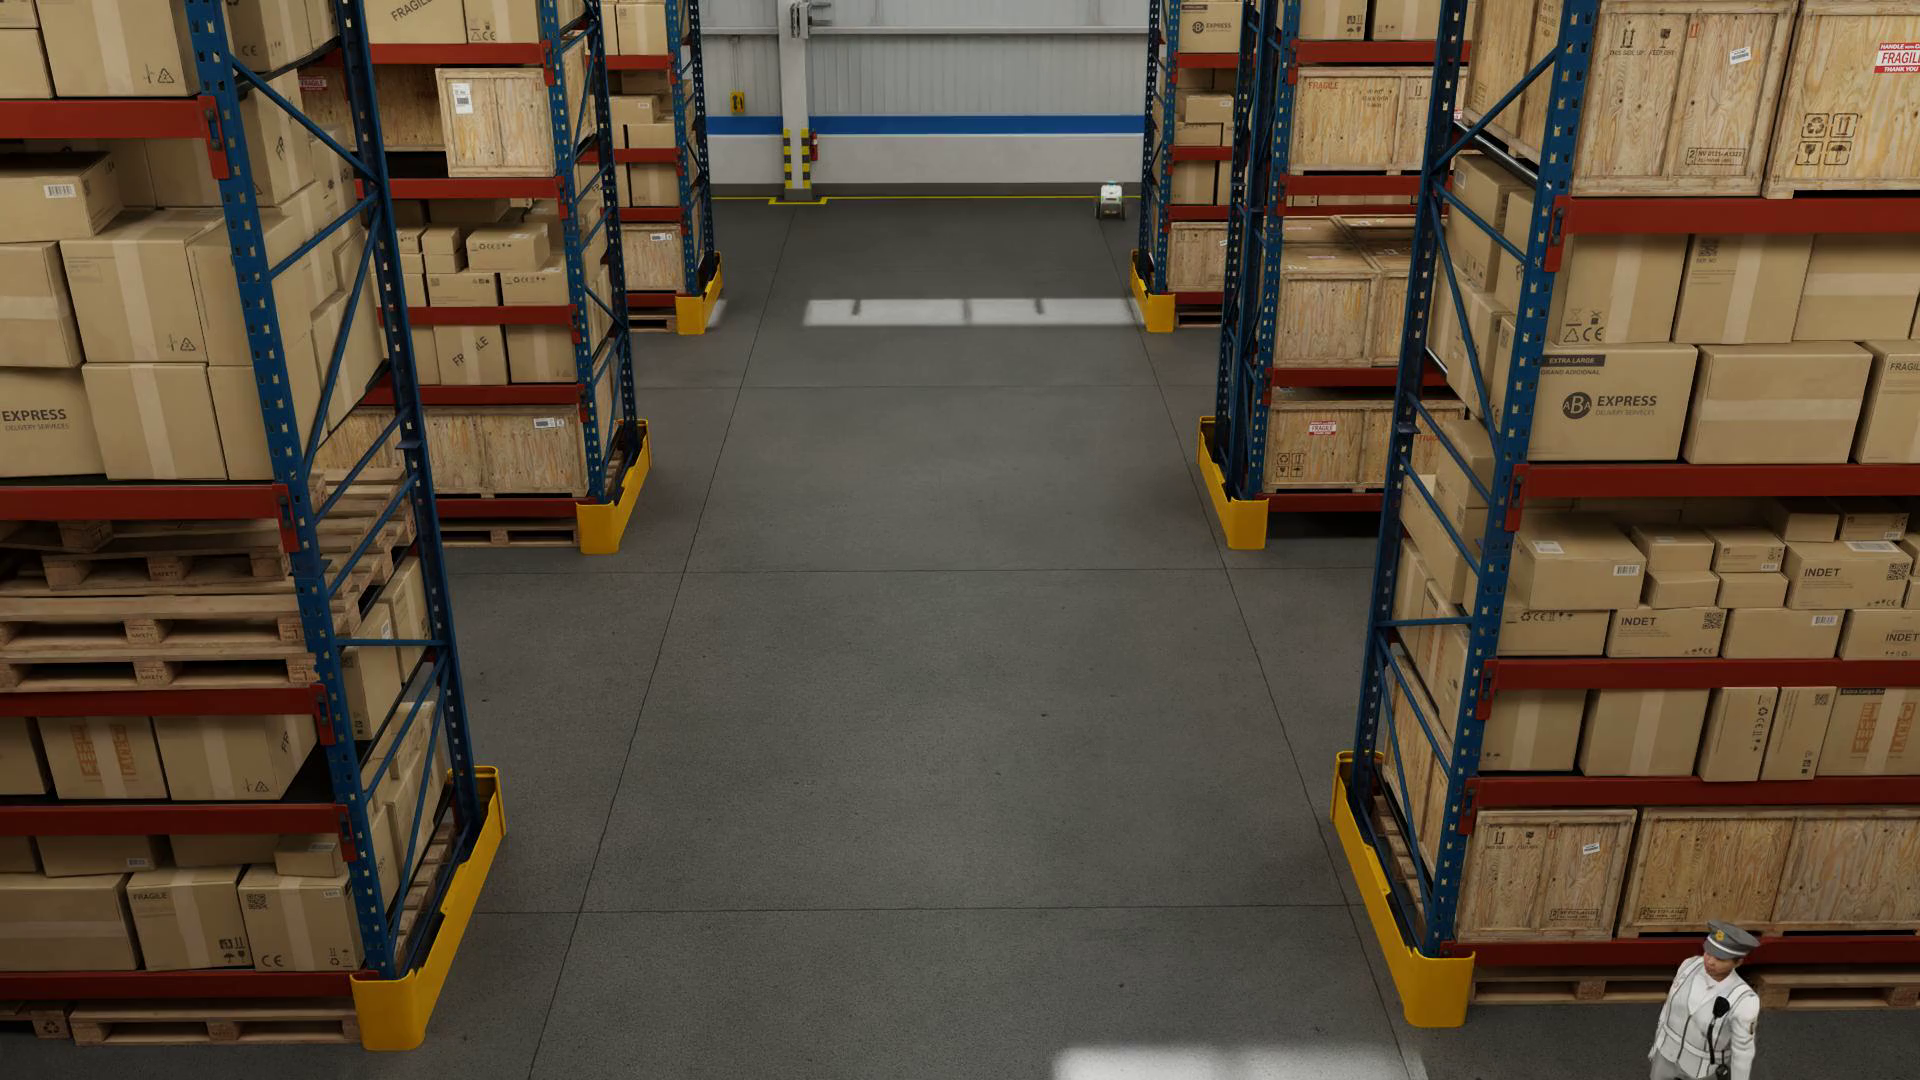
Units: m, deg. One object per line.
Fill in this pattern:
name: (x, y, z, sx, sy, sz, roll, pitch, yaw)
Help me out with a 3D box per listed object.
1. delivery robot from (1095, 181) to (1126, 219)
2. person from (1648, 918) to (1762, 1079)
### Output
delivery robot: (2.560, -5.519, 27.266, 0.667, 0.535, 0.736, 2, 25, 5)
person: (3.679, 2.636, 8.332, 0.649, 1.697, 0.508, -15, 29, -29)
